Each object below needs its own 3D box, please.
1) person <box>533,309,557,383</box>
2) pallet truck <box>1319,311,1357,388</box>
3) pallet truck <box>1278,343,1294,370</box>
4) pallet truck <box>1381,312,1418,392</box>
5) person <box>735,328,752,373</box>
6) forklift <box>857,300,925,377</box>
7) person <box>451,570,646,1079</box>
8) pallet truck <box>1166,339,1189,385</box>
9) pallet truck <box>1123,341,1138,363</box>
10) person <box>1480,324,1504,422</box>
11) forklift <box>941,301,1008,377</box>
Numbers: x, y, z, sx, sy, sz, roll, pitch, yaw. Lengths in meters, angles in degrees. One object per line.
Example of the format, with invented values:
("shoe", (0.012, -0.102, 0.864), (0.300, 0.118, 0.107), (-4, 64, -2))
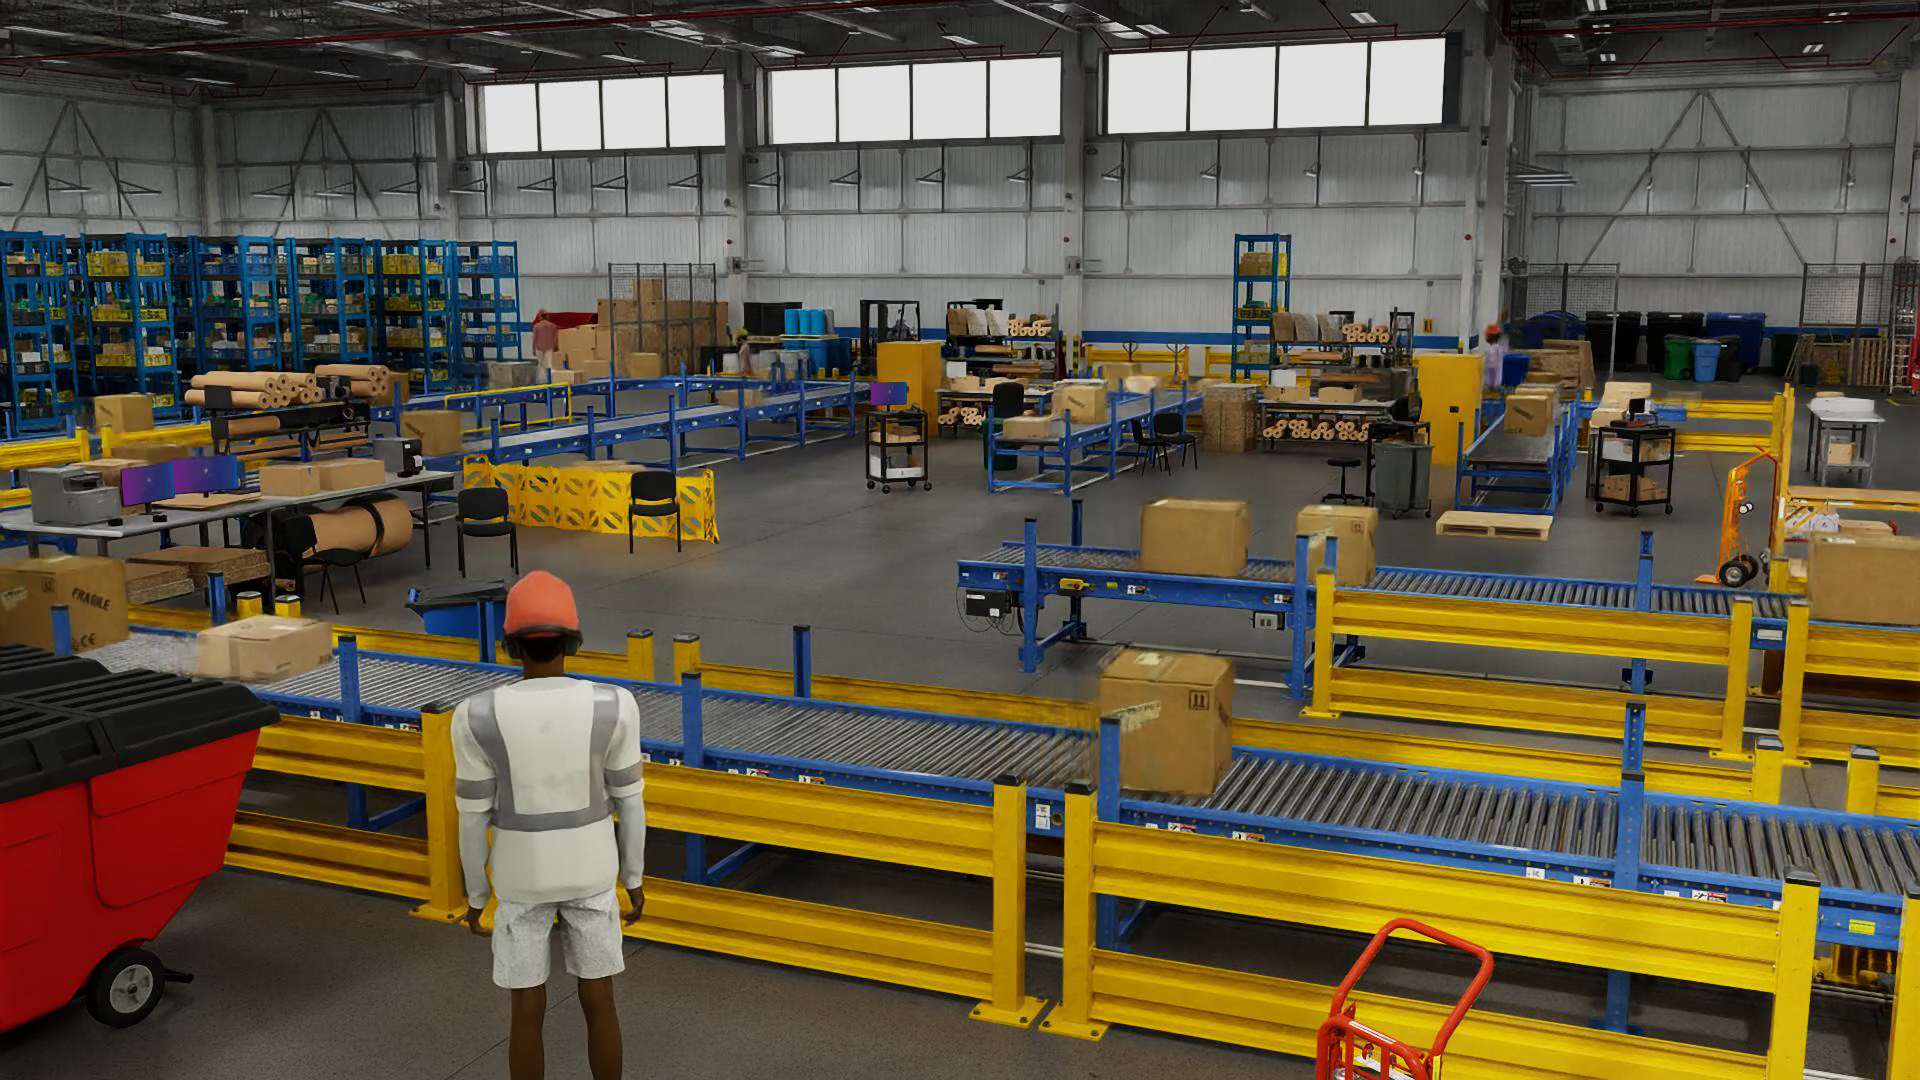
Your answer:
("person", (-10.428, -4.833, 41.838), (0.615, 1.957, 0.817), (-3, 10, -19))
("pallet truck", (9.071, -4.419, 39.190), (0.823, 1.965, 1.885), (5, 10, 26))
("pallet truck", (7.886, -4.163, 39.743), (0.653, 1.274, 1.630), (4, 10, 22))
("pallet truck", (10.207, -4.283, 38.369), (0.823, 1.965, 1.885), (3, 10, 20))
("person", (-4.457, -3.519, 34.448), (0.406, 1.751, 0.545), (-1, 9, -8))
("forklift", (-1.732, -5.109, 42.468), (1.157, 1.987, 2.680), (4, 10, 22))
("person", (-1.349, 1.112, 5.529), (0.607, 2.048, 0.366), (-3, 10, -16))
("pallet truck", (5.418, -4.269, 40.420), (0.704, 1.261, 1.522), (3, 10, 20))
("pallet truck", (4.445, -4.380, 41.279), (0.680, 1.201, 1.601), (4, 10, 22))
("person", (9.567, -2.846, 29.662), (1.010, 2.008, 0.619), (6, 11, 32))
("forklift", (0.365, -4.966, 41.571), (1.157, 1.987, 2.680), (3, 10, 20))
